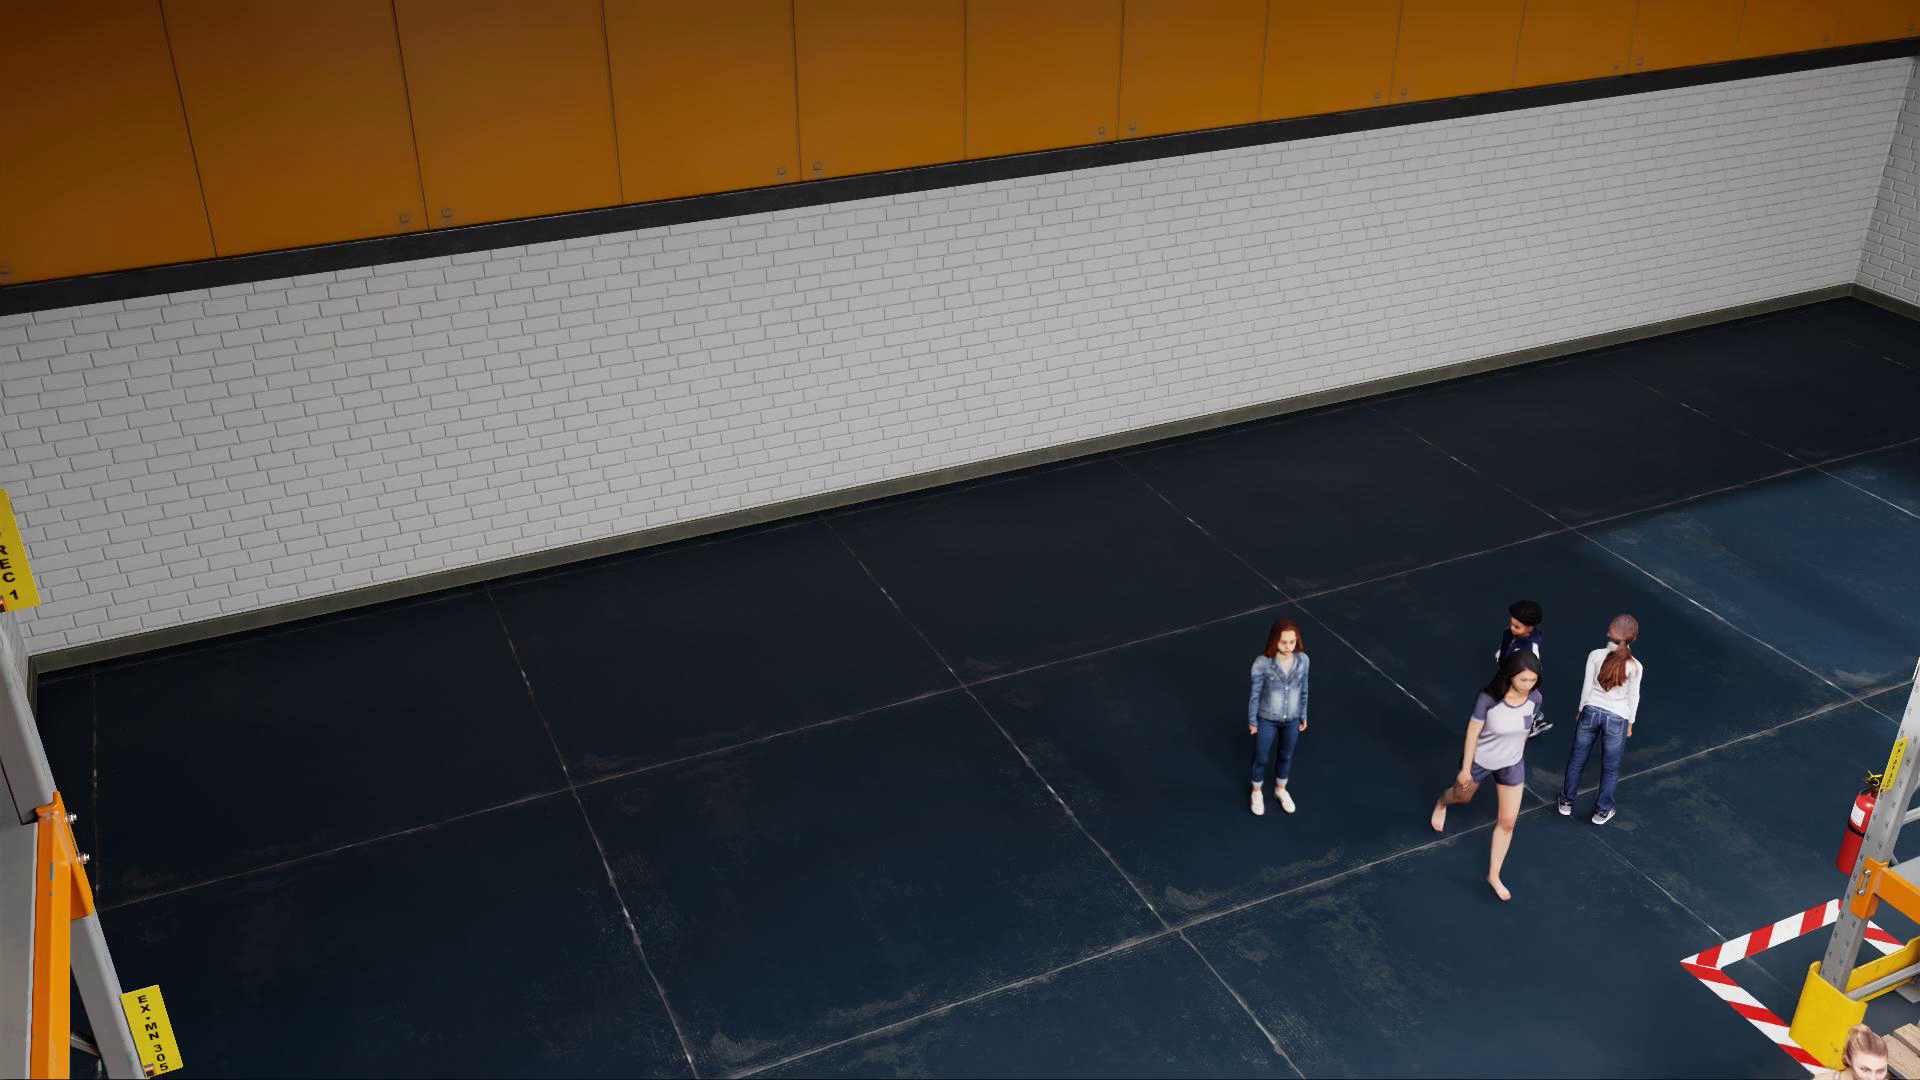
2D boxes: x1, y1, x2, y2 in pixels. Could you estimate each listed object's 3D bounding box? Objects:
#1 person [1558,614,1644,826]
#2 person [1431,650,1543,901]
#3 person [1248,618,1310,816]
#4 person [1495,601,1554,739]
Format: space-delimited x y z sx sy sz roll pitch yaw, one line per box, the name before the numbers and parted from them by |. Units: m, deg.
person | 4.222 1.164 10.913 0.604 1.555 0.683 16 33 27
person | 3.322 1.348 10.458 0.841 1.669 1.187 -3 29 -6
person | 2.102 1.151 11.020 0.605 1.475 0.559 -6 29 -10
person | 3.973 0.943 11.683 0.704 1.206 0.813 -4 29 -7
